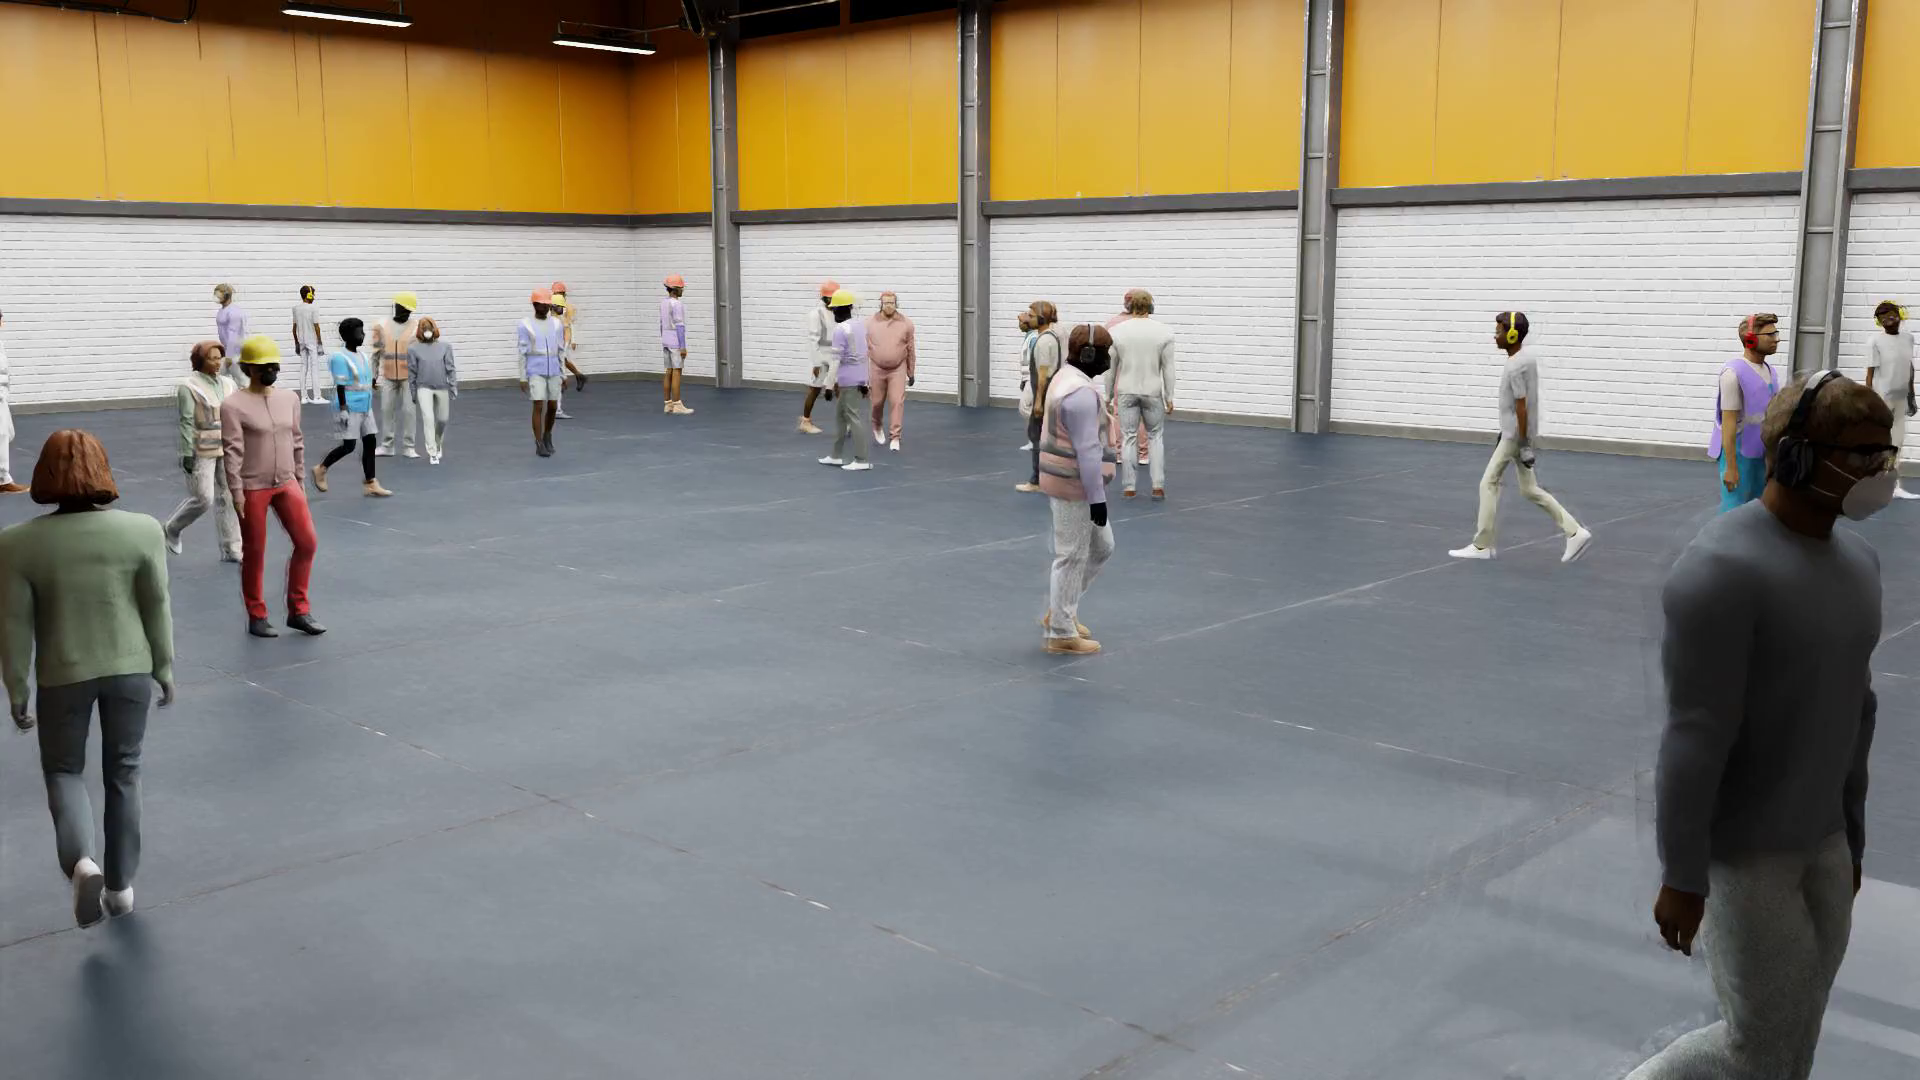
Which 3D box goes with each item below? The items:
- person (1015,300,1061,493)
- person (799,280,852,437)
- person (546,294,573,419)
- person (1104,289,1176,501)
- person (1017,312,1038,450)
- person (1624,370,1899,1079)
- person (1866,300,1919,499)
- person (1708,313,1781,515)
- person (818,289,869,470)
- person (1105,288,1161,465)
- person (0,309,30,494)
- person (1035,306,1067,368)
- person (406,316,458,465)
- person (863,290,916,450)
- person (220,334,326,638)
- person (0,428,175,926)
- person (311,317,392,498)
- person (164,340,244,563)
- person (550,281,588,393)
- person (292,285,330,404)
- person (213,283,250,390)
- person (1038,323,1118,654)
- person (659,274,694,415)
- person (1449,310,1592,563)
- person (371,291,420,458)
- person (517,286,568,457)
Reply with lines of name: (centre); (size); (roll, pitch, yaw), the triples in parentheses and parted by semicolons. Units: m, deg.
person: (0.823, -1.342, 15.675); (0.532, 1.833, 0.533); (1, 9, 8)
person: (-1.654, -2.284, 21.015); (1.069, 1.962, 0.670); (8, 12, 42)
person: (-5.700, -2.588, 23.550); (0.328, 1.759, 0.524); (-5, 11, -30)
person: (1.639, -1.314, 15.190); (0.649, 1.937, 0.400); (1, 9, 6)
person: (0.821, -1.844, 19.362); (0.364, 1.623, 0.543); (-1, 9, -6)
person: (1.614, 0.617, 3.378); (0.657, 1.924, 0.493); (-7, 12, -36)
person: (8.508, -1.285, 15.345); (0.684, 1.834, 0.460); (-3, 10, -17)
person: (4.907, -0.491, 10.409); (0.565, 1.850, 0.390); (-9, 13, -42)
person: (-1.281, -1.681, 17.563); (0.806, 1.897, 0.606); (3, 10, 20)
person: (1.881, -1.758, 18.003); (0.641, 1.909, 0.409); (4, 10, 25)
person: (-9.161, -1.350, 15.608); (0.583, 1.870, 0.587); (-3, 10, -17)
person: (1.215, -2.404, 22.796); (0.501, 1.632, 0.280); (0, 9, 2)
person: (-5.801, -1.654, 18.255); (0.499, 1.609, 0.738); (-5, 11, -29)
person: (-0.853, -2.019, 19.706); (0.660, 1.885, 0.790); (0, 9, -3)
person: (-3.912, -0.292, 9.494); (0.599, 1.745, 0.543); (6, 11, 34)
person: (-2.774, 0.454, 5.328); (0.504, 1.619, 0.523); (-6, 11, -32)
person: (-5.647, -1.221, 15.360); (0.671, 1.678, 0.537); (2, 9, 12)
person: (-5.438, -0.628, 11.962); (0.616, 1.621, 0.520); (3, 10, 20)
person: (-6.751, -3.469, 28.493); (0.546, 1.916, 0.884); (7, 12, 37)
person: (-10.233, -3.064, 26.143); (0.520, 1.865, 0.333); (3, 10, 20)
person: (-10.081, -2.527, 22.690); (0.830, 1.910, 0.662); (-8, 12, -41)
person: (0.654, -0.268, 9.126); (0.447, 1.826, 0.647); (0, 9, 1)
person: (-4.149, -2.848, 24.265); (0.383, 2.045, 0.605); (-6, 11, -34)
person: (4.085, -0.737, 11.993); (0.914, 1.832, 0.509); (6, 11, 32)
person: (-6.310, -1.838, 18.590); (0.745, 1.876, 0.464); (0, 9, -3)
person: (-4.758, -1.918, 18.953); (0.556, 1.942, 0.506); (-7, 12, -38)
